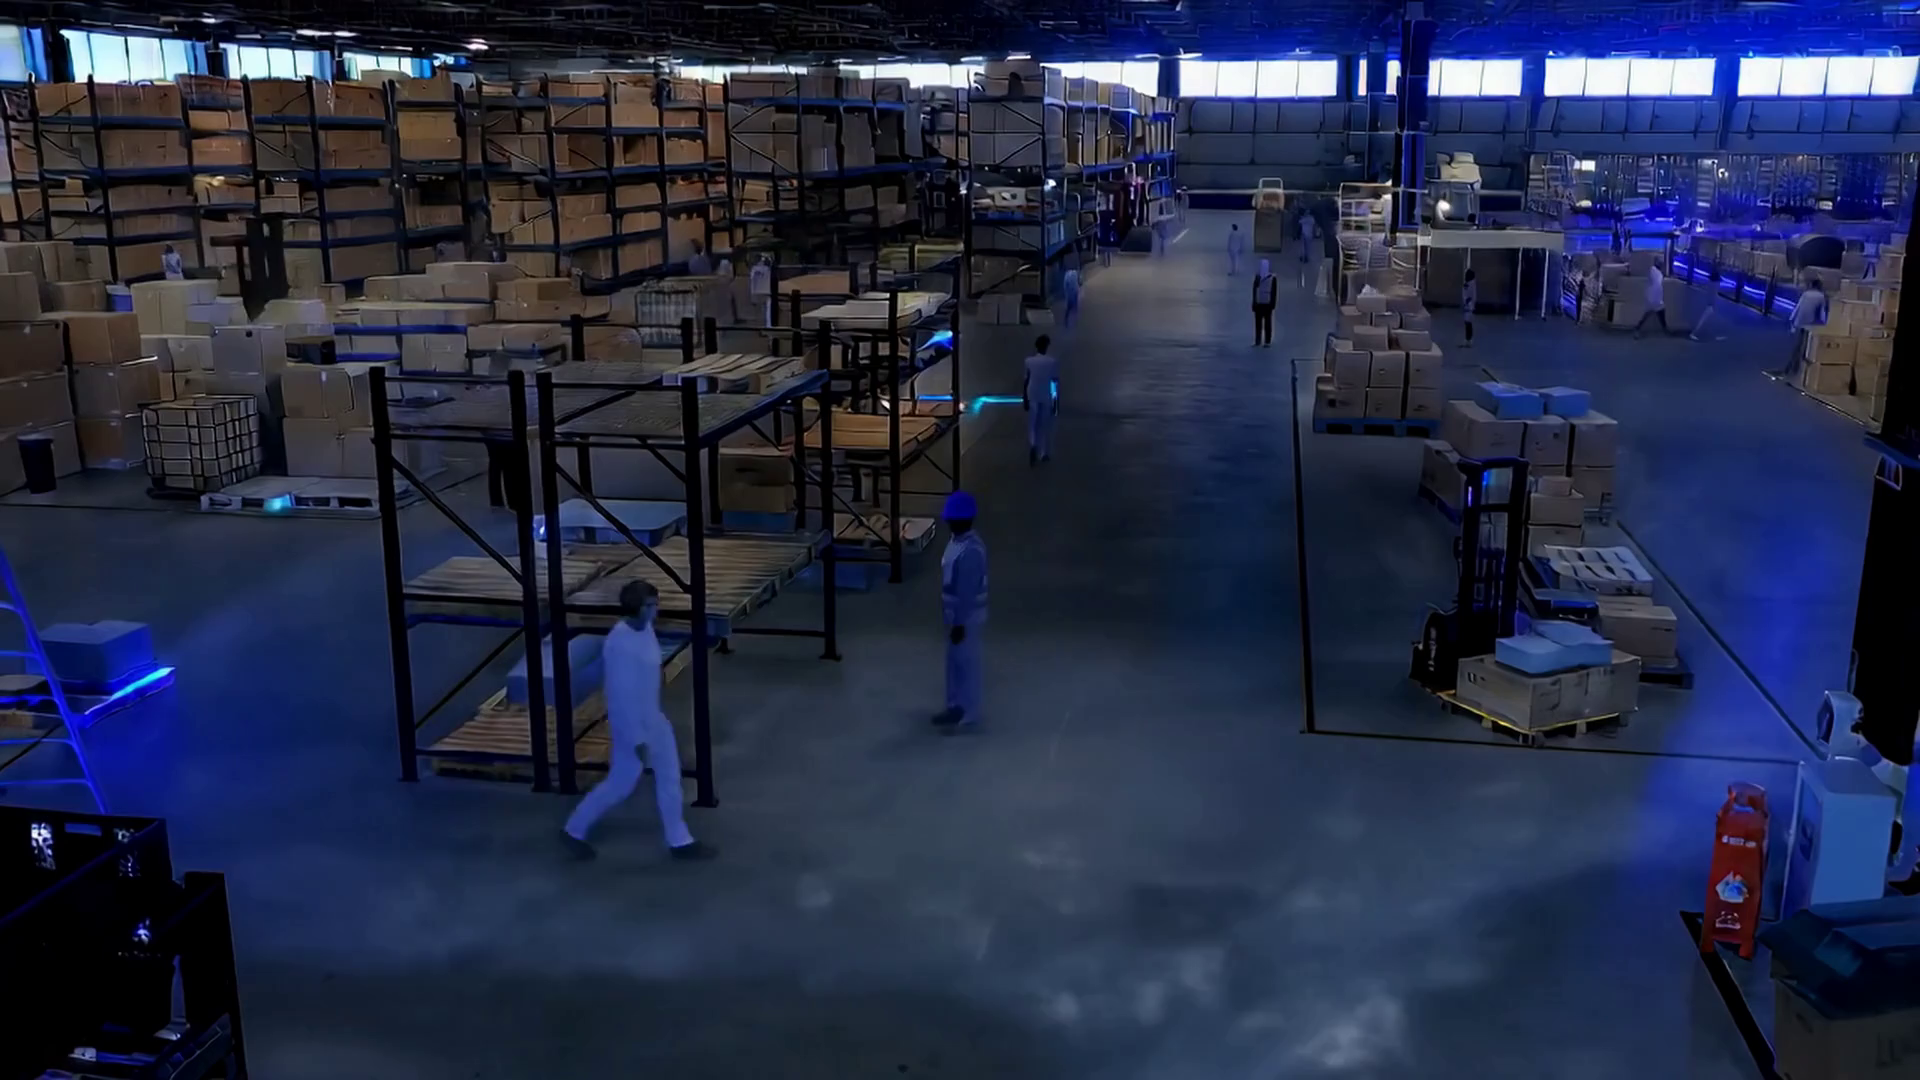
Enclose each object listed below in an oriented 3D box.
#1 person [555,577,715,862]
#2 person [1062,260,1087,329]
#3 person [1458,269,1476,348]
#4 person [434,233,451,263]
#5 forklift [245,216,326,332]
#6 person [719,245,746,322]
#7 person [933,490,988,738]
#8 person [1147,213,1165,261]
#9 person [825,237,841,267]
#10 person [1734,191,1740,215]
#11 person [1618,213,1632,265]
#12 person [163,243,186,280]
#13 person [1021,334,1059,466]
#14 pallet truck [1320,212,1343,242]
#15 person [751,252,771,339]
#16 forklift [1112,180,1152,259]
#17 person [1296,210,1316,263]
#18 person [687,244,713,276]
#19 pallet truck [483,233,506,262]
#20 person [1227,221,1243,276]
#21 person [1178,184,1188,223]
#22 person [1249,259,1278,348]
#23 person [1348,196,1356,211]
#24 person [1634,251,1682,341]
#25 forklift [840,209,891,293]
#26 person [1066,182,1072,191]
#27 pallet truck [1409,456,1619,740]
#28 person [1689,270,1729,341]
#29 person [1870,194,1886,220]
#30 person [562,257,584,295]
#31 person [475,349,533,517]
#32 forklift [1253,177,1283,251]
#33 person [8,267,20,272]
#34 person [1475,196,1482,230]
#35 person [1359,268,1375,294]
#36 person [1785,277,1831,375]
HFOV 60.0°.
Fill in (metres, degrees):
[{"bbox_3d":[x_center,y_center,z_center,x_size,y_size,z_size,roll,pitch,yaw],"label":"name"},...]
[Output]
[{"bbox_3d":[-2.112,1.154,10.545,0.957,1.904,0.631,2,14,10],"label":"person"},{"bbox_3d":[2.736,-5.806,39.391,0.799,1.599,0.600,-7,16,-27],"label":"person"},{"bbox_3d":[11.002,-5.019,36.014,0.322,1.697,0.535,4,14,15],"label":"person"},{"bbox_3d":[-14.421,-7.629,46.345,0.429,1.837,0.631,2,14,9],"label":"person"},{"bbox_3d":[-14.636,-5.449,35.328,1.873,2.768,1.129,2,14,9],"label":"forklift"},{"bbox_3d":[-5.746,-6.271,40.691,0.941,1.903,0.553,2,14,8],"label":"person"},{"bbox_3d":[0.017,0.559,12.868,0.397,1.944,0.612,-4,14,-15],"label":"person"},{"bbox_3d":[7.098,-10.870,59.733,0.876,1.696,0.554,-12,18,-41],"label":"person"},{"bbox_3d":[-3.133,-6.801,42.760,0.654,1.935,1.047,4,14,17],"label":"person"},{"bbox_3d":[37.304,-16.000,79.891,0.387,2.039,0.614,2,14,7],"label":"person"},{"bbox_3d":[23.230,-10.507,58.057,0.403,1.817,0.602,9,17,33],"label":"person"},{"bbox_3d":[-21.053,-7.121,44.613,0.534,1.659,0.861,-7,16,-28],"label":"person"},{"bbox_3d":[1.113,-1.957,23.278,0.526,1.846,0.749,2,14,7],"label":"person"},{"bbox_3d":[15.874,-13.227,70.310,0.680,1.201,1.601,10,17,35],"label":"pallet truck"},{"bbox_3d":[-4.407,-5.531,37.598,0.635,1.937,0.354,-11,18,-38],"label":"person"},{"bbox_3d":[6.082,-11.722,60.796,1.873,2.768,1.129,2,14,9],"label":"forklift"},{"bbox_3d":[12.333,-10.839,59.317,0.659,1.865,0.977,3,14,11],"label":"person"},{"bbox_3d":[-6.392,-6.368,41.129,0.638,1.877,1.049,-10,17,-36],"label":"person"},{"bbox_3d":[-11.832,-7.026,43.548,1.885,1.965,0.823,8,16,28],"label":"pallet truck"},{"bbox_3d":[8.908,-9.434,53.842,0.540,1.745,0.393,-5,15,-20],"label":"person"},{"bbox_3d":[11.291,-16.997,84.132,0.607,1.947,0.406,-7,15,-26],"label":"person"},{"bbox_3d":[6.569,-5.105,35.910,0.376,1.917,0.600,-12,18,-40],"label":"person"},{"bbox_3d":[19.595,-16.549,82.955,0.523,1.636,0.310,2,14,8],"label":"person"},{"bbox_3d":[15.582,-5.400,36.944,1.024,1.990,0.642,6,15,24],"label":"person"},{"bbox_3d":[-2.314,-6.363,39.038,1.129,2.768,1.873,3,14,10],"label":"forklift"},{"bbox_3d":[5.735,-18.395,89.865,0.650,1.911,0.838,3,14,11],"label":"person"},{"bbox_3d":[4.504,0.400,13.395,0.823,1.965,1.885,-6,15,-23],"label":"pallet truck"},{"bbox_3d":[16.700,-5.202,36.980,0.865,1.591,0.522,2,14,7],"label":"person"},{"bbox_3d":[43.313,-15.625,78.588,0.769,1.951,0.391,-1,14,-5],"label":"person"},{"bbox_3d":[-9.343,-6.017,40.208,0.524,1.631,0.318,-1,14,-4],"label":"person"},{"bbox_3d":[-5.524,-1.311,20.256,0.688,2.000,0.536,10,17,35],"label":"person"},{"bbox_3d":[12.083,-12.747,64.956,1.129,2.768,1.873,3,14,10],"label":"forklift"},{"bbox_3d":[-19.612,-4.773,34.739,0.434,1.830,0.632,0,14,1],"label":"person"},{"bbox_3d":[22.663,-14.208,73.126,0.918,1.780,0.604,3,14,14],"label":"person"},{"bbox_3d":[8.125,-4.448,33.179,0.560,1.945,0.625,4,14,15],"label":"person"},{"bbox_3d":[16.325,-4.108,31.913,0.524,1.889,0.568,-6,15,-24],"label":"person"}]
